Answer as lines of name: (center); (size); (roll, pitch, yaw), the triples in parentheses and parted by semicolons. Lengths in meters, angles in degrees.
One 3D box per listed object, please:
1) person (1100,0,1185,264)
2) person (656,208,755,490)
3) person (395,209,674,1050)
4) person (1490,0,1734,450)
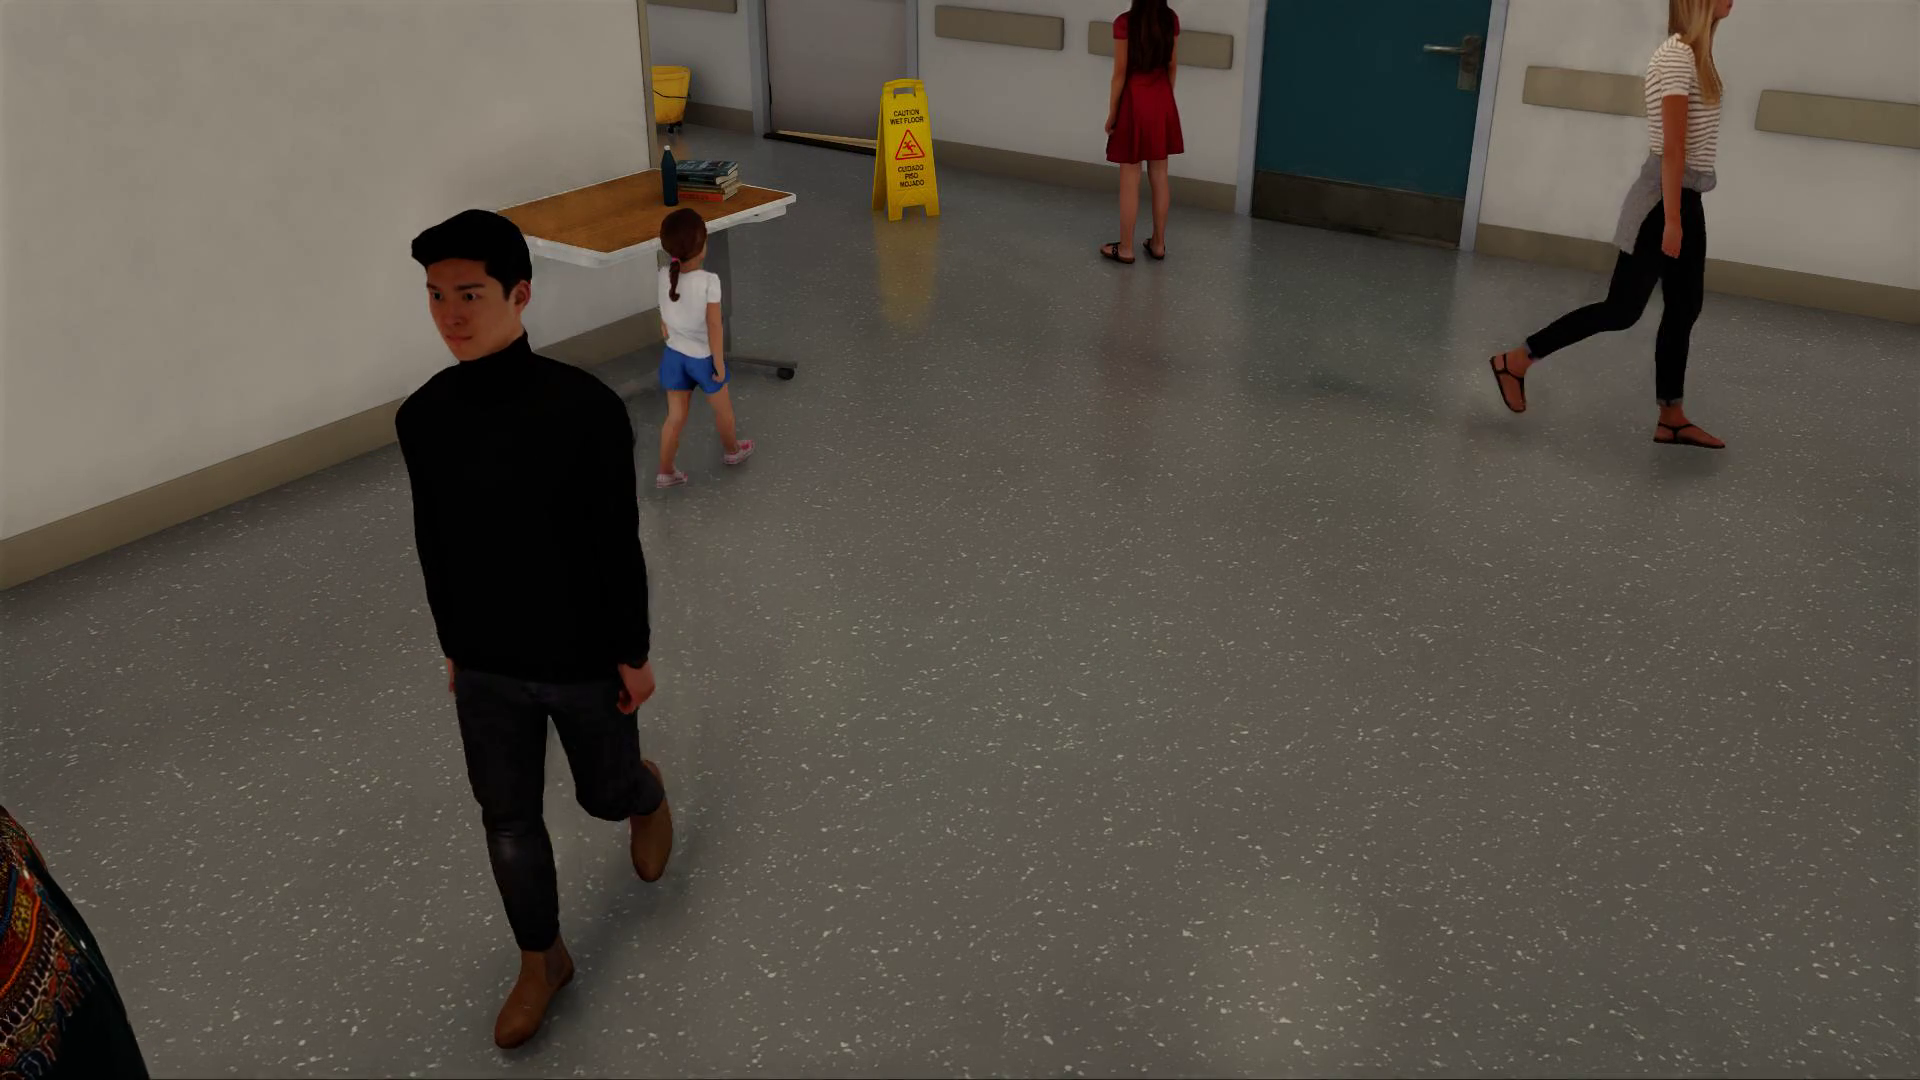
person: (0.939, -2.211, 8.508); (0.669, 1.555, 0.729); (-10, 28, -20)
person: (-0.986, -0.650, 5.923); (0.697, 0.995, 0.580); (11, 28, 22)
person: (-0.825, 0.165, 3.417); (1.007, 1.704, 0.968); (4, 26, 7)
person: (2.488, -1.206, 6.151); (1.145, 1.799, 0.690); (13, 29, 25)
